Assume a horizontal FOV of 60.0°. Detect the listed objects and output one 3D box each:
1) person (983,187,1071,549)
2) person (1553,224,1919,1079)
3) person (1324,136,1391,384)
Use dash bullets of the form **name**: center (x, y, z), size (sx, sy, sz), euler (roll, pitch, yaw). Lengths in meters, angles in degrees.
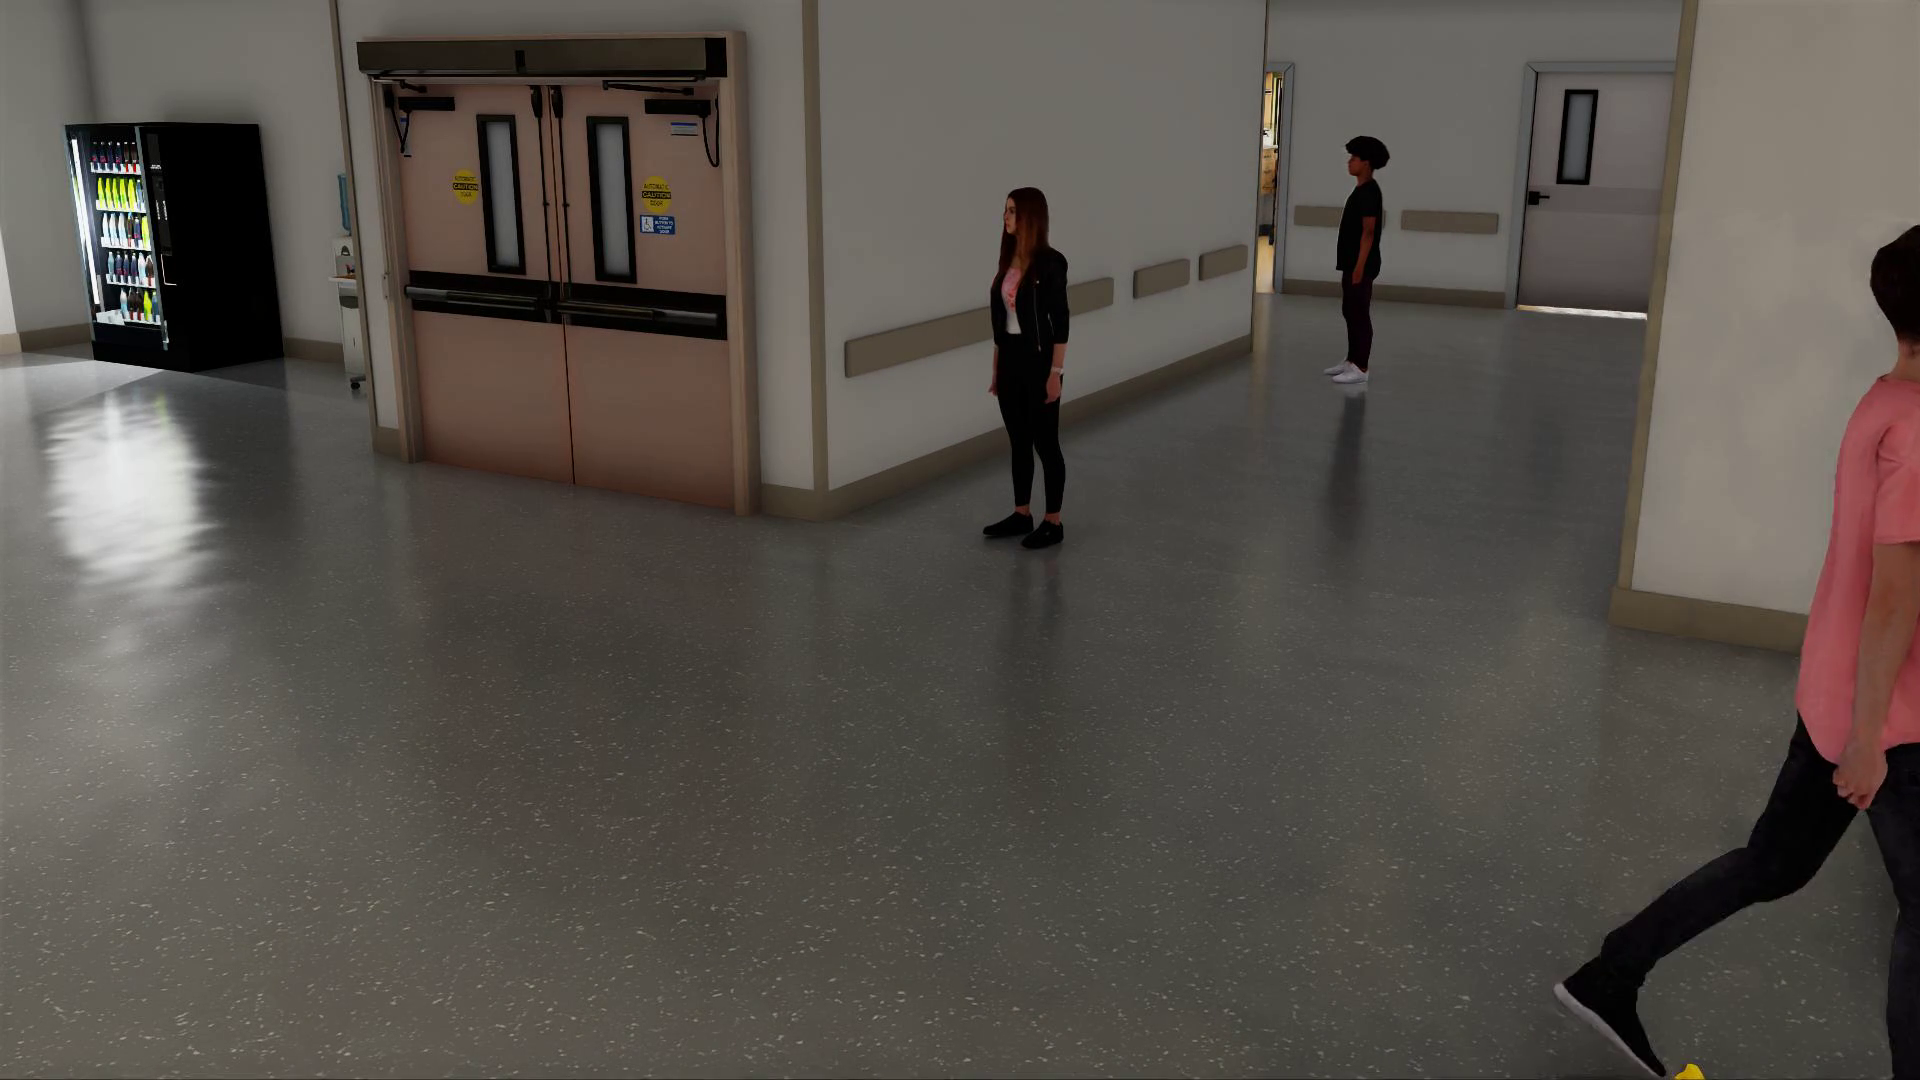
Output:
- **person**: center (0.350, -0.826, 7.980), size (0.739, 1.707, 0.594), euler (-13, 20, -38)
- **person**: center (1.762, 0.347, 3.423), size (1.255, 1.923, 0.801), euler (5, 17, 18)
- **person**: center (2.941, -2.068, 12.245), size (0.723, 1.784, 0.718), euler (1, 16, 4)
